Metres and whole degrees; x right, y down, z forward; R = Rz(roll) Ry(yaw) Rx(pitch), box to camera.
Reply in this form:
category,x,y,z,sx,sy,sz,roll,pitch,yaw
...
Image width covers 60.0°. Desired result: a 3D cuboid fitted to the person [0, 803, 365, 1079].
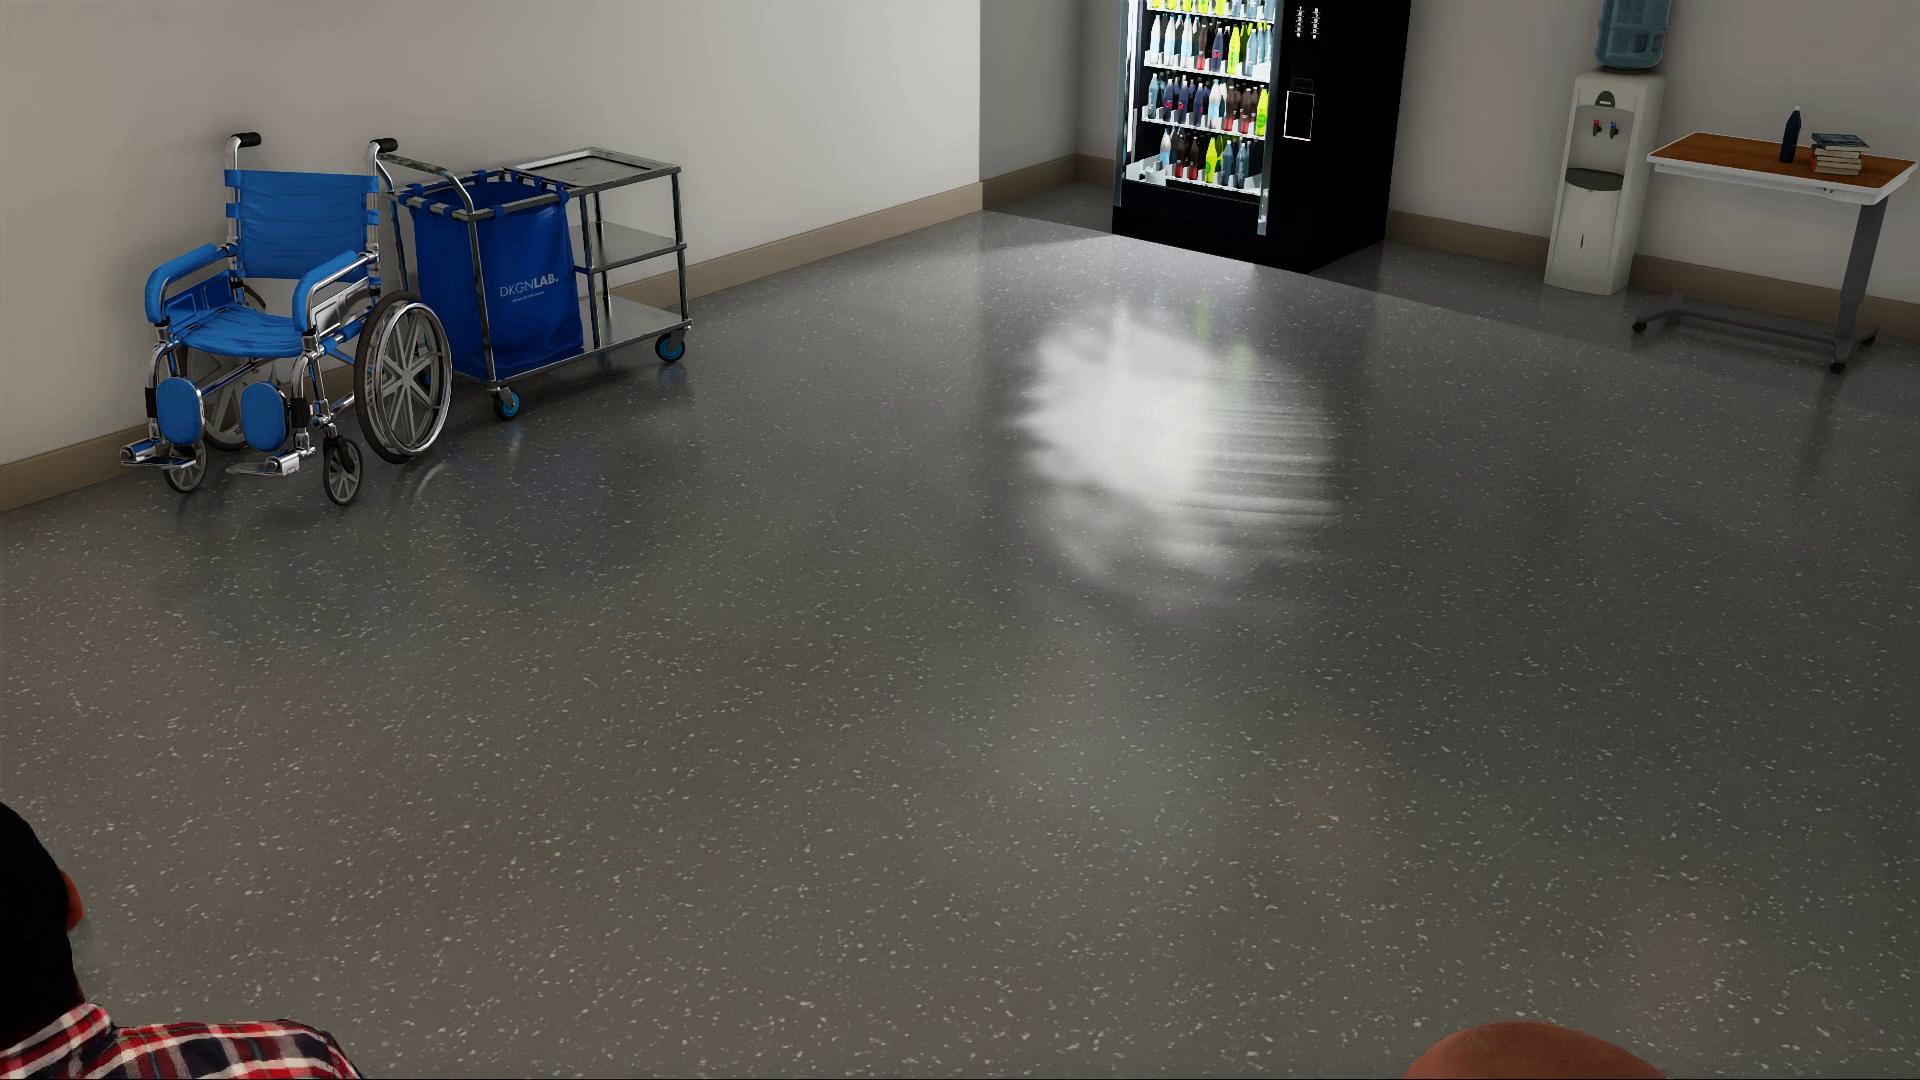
category,x,y,z,sx,sy,sz,roll,pitch,yaw
person,-0.714,1.013,1.545,0.754,1.748,0.685,-19,32,-34
